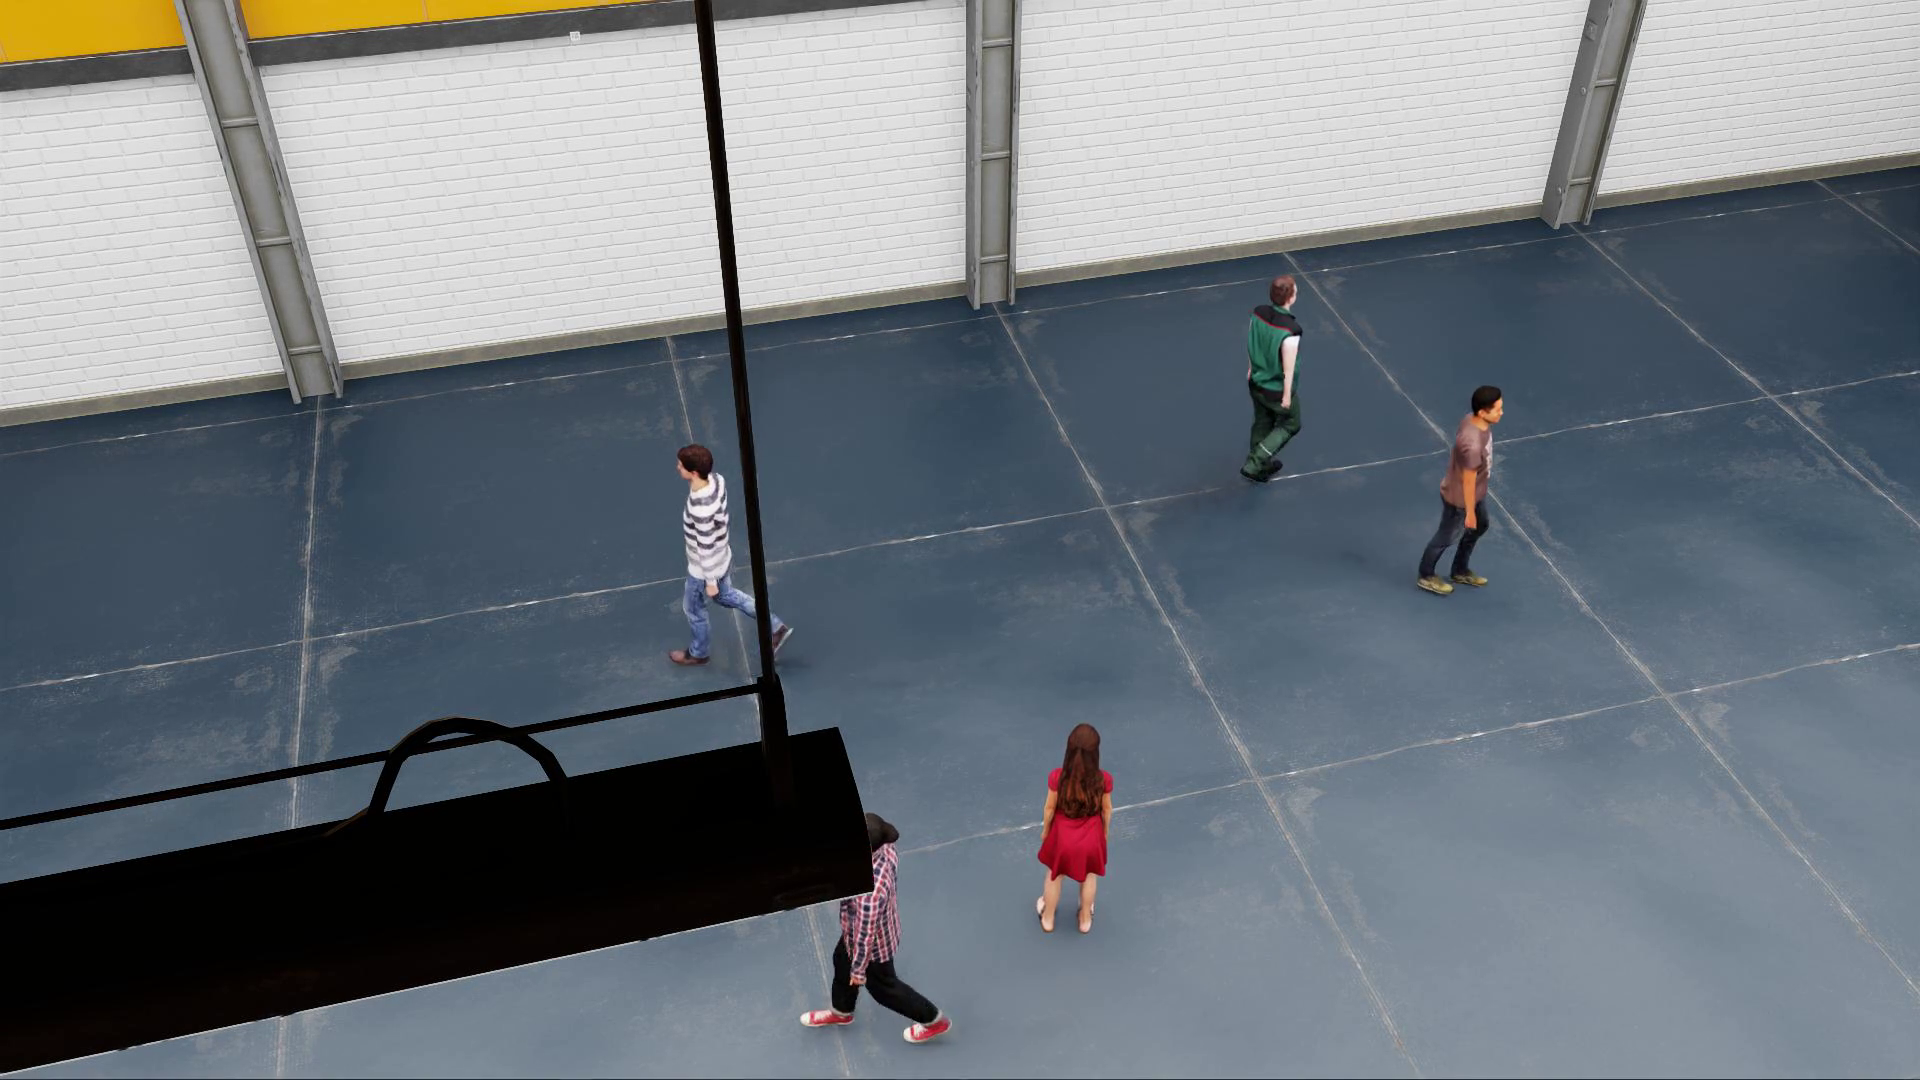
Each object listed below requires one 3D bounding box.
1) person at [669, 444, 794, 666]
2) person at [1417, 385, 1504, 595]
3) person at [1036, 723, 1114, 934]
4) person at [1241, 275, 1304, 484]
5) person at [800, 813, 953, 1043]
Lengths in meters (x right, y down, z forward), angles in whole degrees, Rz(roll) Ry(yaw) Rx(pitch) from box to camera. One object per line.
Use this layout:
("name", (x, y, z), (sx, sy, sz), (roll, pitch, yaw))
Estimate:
("person", (-1.562, 0.150, 11.040), (1.183, 1.825, 0.908), (3, 39, 4))
("person", (3.457, -0.359, 11.726), (0.902, 1.762, 0.845), (16, 41, 19))
("person", (0.652, 1.649, 9.385), (0.603, 1.547, 0.679), (-2, 39, -3))
("person", (2.340, -1.177, 12.691), (0.823, 1.837, 0.773), (-22, 44, -25))
("person", (-0.397, 2.061, 8.709), (1.161, 1.746, 0.887), (0, 39, 0))
